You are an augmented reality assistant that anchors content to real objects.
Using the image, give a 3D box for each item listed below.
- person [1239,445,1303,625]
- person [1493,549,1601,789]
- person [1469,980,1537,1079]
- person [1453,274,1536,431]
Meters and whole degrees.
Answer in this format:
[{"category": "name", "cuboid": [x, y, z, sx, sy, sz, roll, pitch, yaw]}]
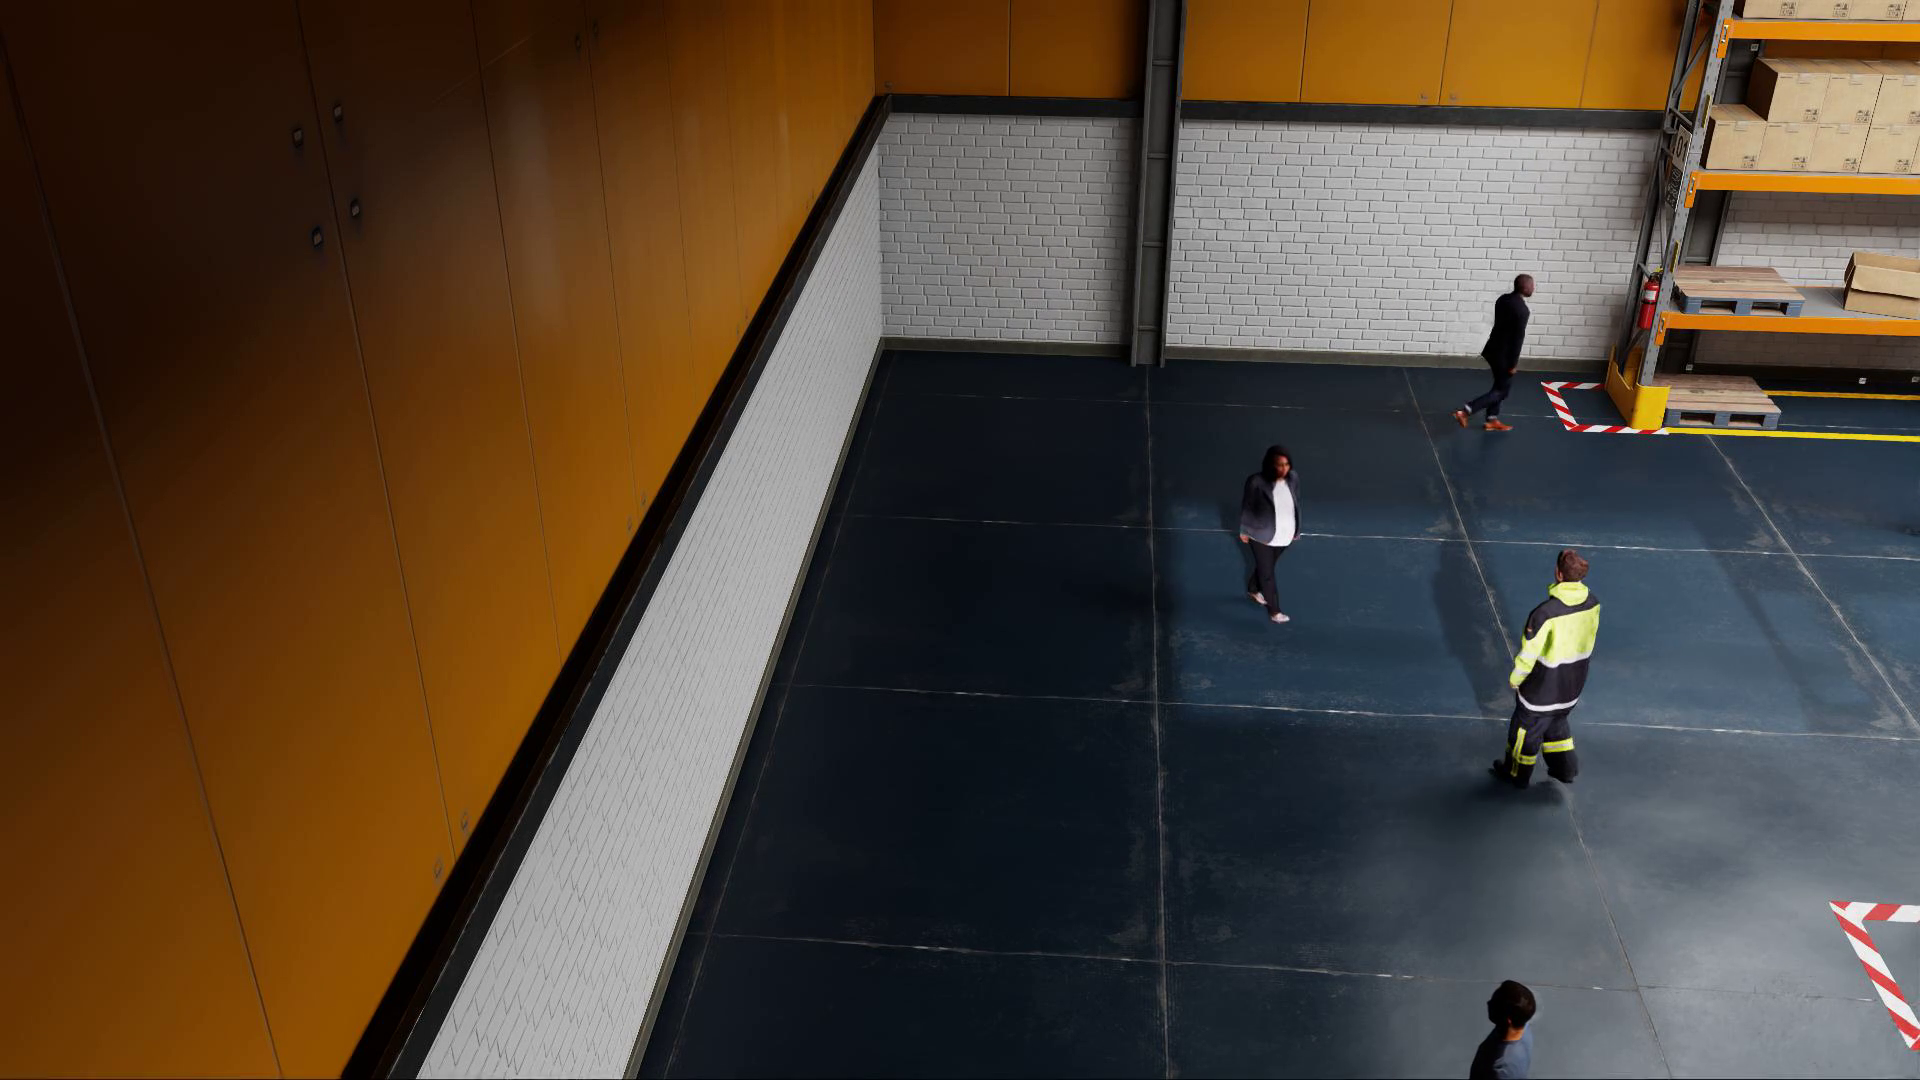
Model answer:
[{"category": "person", "cuboid": [2.648, -0.101, 14.390, 1.051, 1.568, 1.044, -14, 31, -23]}, {"category": "person", "cuboid": [4.296, 0.985, 11.977, 0.954, 1.970, 1.024, -15, 32, -25]}, {"category": "person", "cuboid": [2.720, 2.974, 8.500, 0.669, 1.809, 0.725, 13, 31, 23]}, {"category": "person", "cuboid": [5.626, -1.921, 17.496, 0.952, 1.788, 0.745, -3, 29, -5]}]
